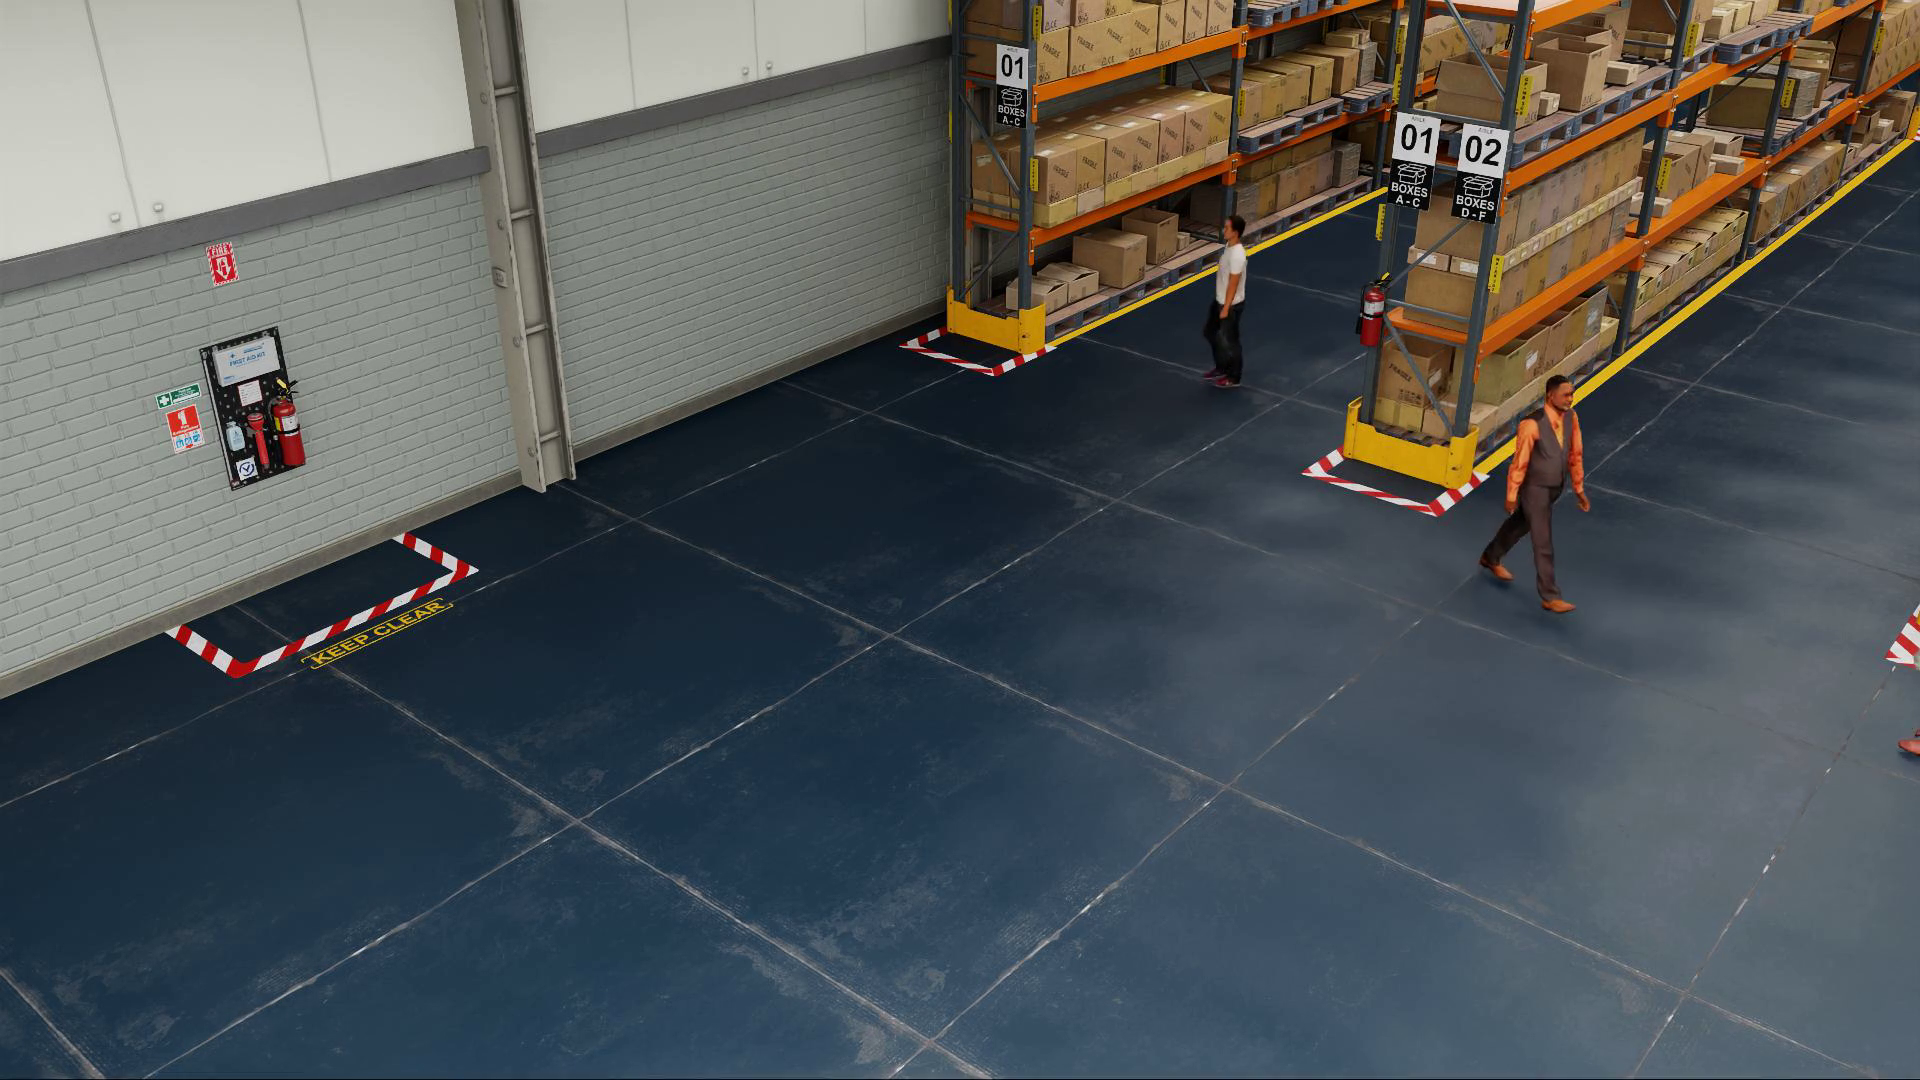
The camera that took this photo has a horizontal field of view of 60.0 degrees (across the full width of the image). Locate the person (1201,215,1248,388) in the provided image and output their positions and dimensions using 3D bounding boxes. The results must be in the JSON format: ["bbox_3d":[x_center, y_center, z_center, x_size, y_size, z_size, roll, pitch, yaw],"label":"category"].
[{"bbox_3d":[2.782,-2.380,16.632,0.843,1.794,0.781,-2,28,-4],"label":"person"}]

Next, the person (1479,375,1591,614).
[{"bbox_3d":[4.406,-0.421,12.881,1.296,1.862,1.048,-16,32,-28],"label":"person"}]
